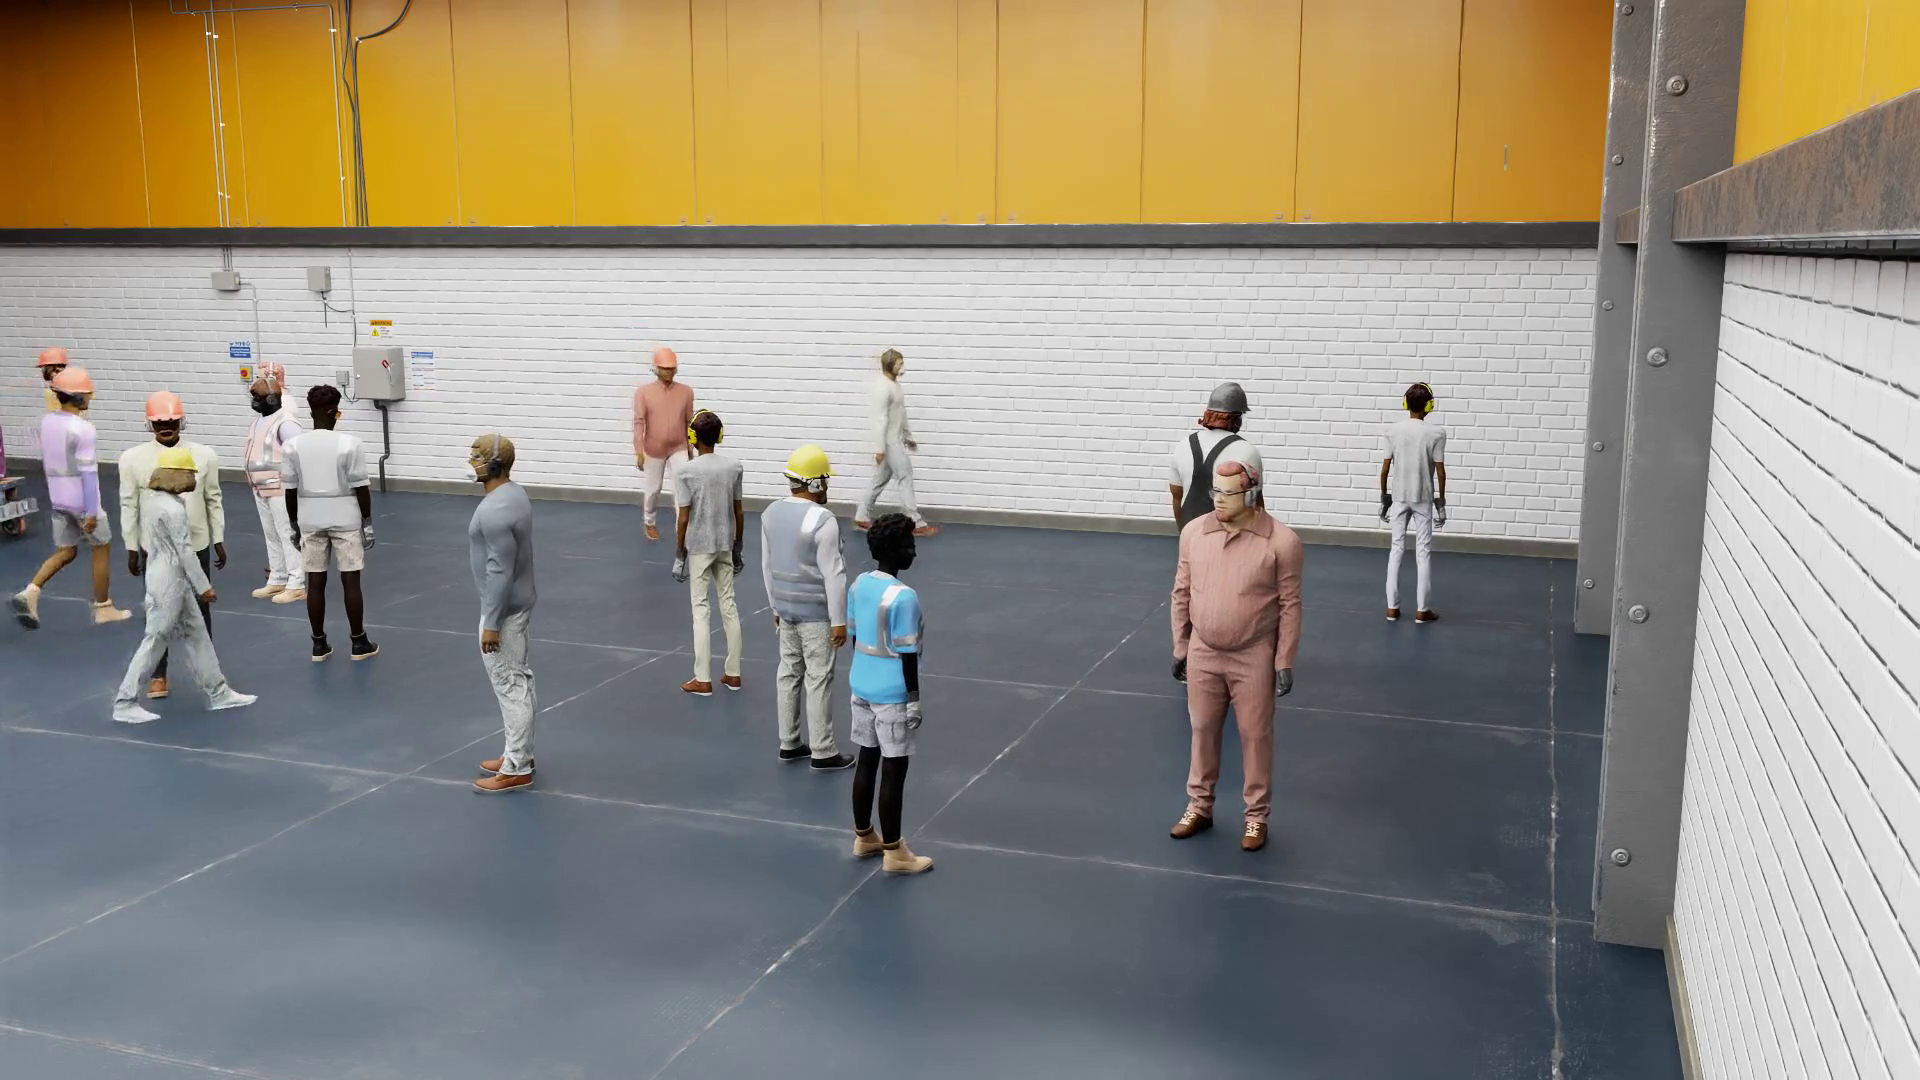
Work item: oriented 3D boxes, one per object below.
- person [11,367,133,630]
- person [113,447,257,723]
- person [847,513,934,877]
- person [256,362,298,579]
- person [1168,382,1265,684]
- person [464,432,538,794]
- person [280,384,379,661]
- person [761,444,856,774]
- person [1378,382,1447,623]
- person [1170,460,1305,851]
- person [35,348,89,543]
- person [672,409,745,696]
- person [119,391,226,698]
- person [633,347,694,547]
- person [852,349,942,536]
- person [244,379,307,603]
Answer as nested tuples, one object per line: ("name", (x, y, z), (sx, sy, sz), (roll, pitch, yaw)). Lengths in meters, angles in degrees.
("person", (-6.757, -0.296, 12.563), (0.615, 2.015, 0.796), (4, 11, 23))
("person", (-4.871, 0.275, 10.264), (0.829, 1.689, 0.477), (-6, 12, -29))
("person", (-0.338, 0.711, 7.778), (0.320, 1.697, 0.537), (-6, 12, -31))
("person", (-6.020, -0.616, 14.667), (0.407, 1.908, 0.641), (-4, 11, -22))
("person", (1.749, -0.030, 10.991), (0.688, 2.000, 0.536), (10, 14, 43))
("person", (-2.461, 0.387, 8.930), (0.372, 1.940, 0.630), (-1, 10, -8))
("person", (-4.426, -0.116, 11.705), (0.602, 1.958, 0.381), (0, 10, -2))
("person", (-0.834, 0.380, 9.261), (0.600, 1.831, 0.404), (10, 14, 43))
("person", (3.522, -0.290, 12.937), (0.523, 1.870, 0.317), (6, 12, 29))
("person", (1.317, 0.556, 8.075), (0.646, 1.904, 0.401), (6, 12, 30))
("person", (-8.812, -0.924, 16.401), (0.487, 1.918, 0.604), (0, 10, -3))
("person", (-1.639, 0.080, 10.852), (0.512, 1.872, 0.327), (-7, 13, -36))
("person", (-5.099, 0.024, 10.815), (0.614, 1.993, 0.395), (-6, 12, -31))
("person", (-2.894, -0.908, 16.207), (0.637, 1.955, 1.001), (-5, 11, -24))
("person", (-0.677, -0.980, 16.769), (0.939, 1.899, 0.640), (1, 10, 3))
("person", (-5.635, -0.406, 13.671), (0.637, 1.840, 0.429), (9, 13, 41))
